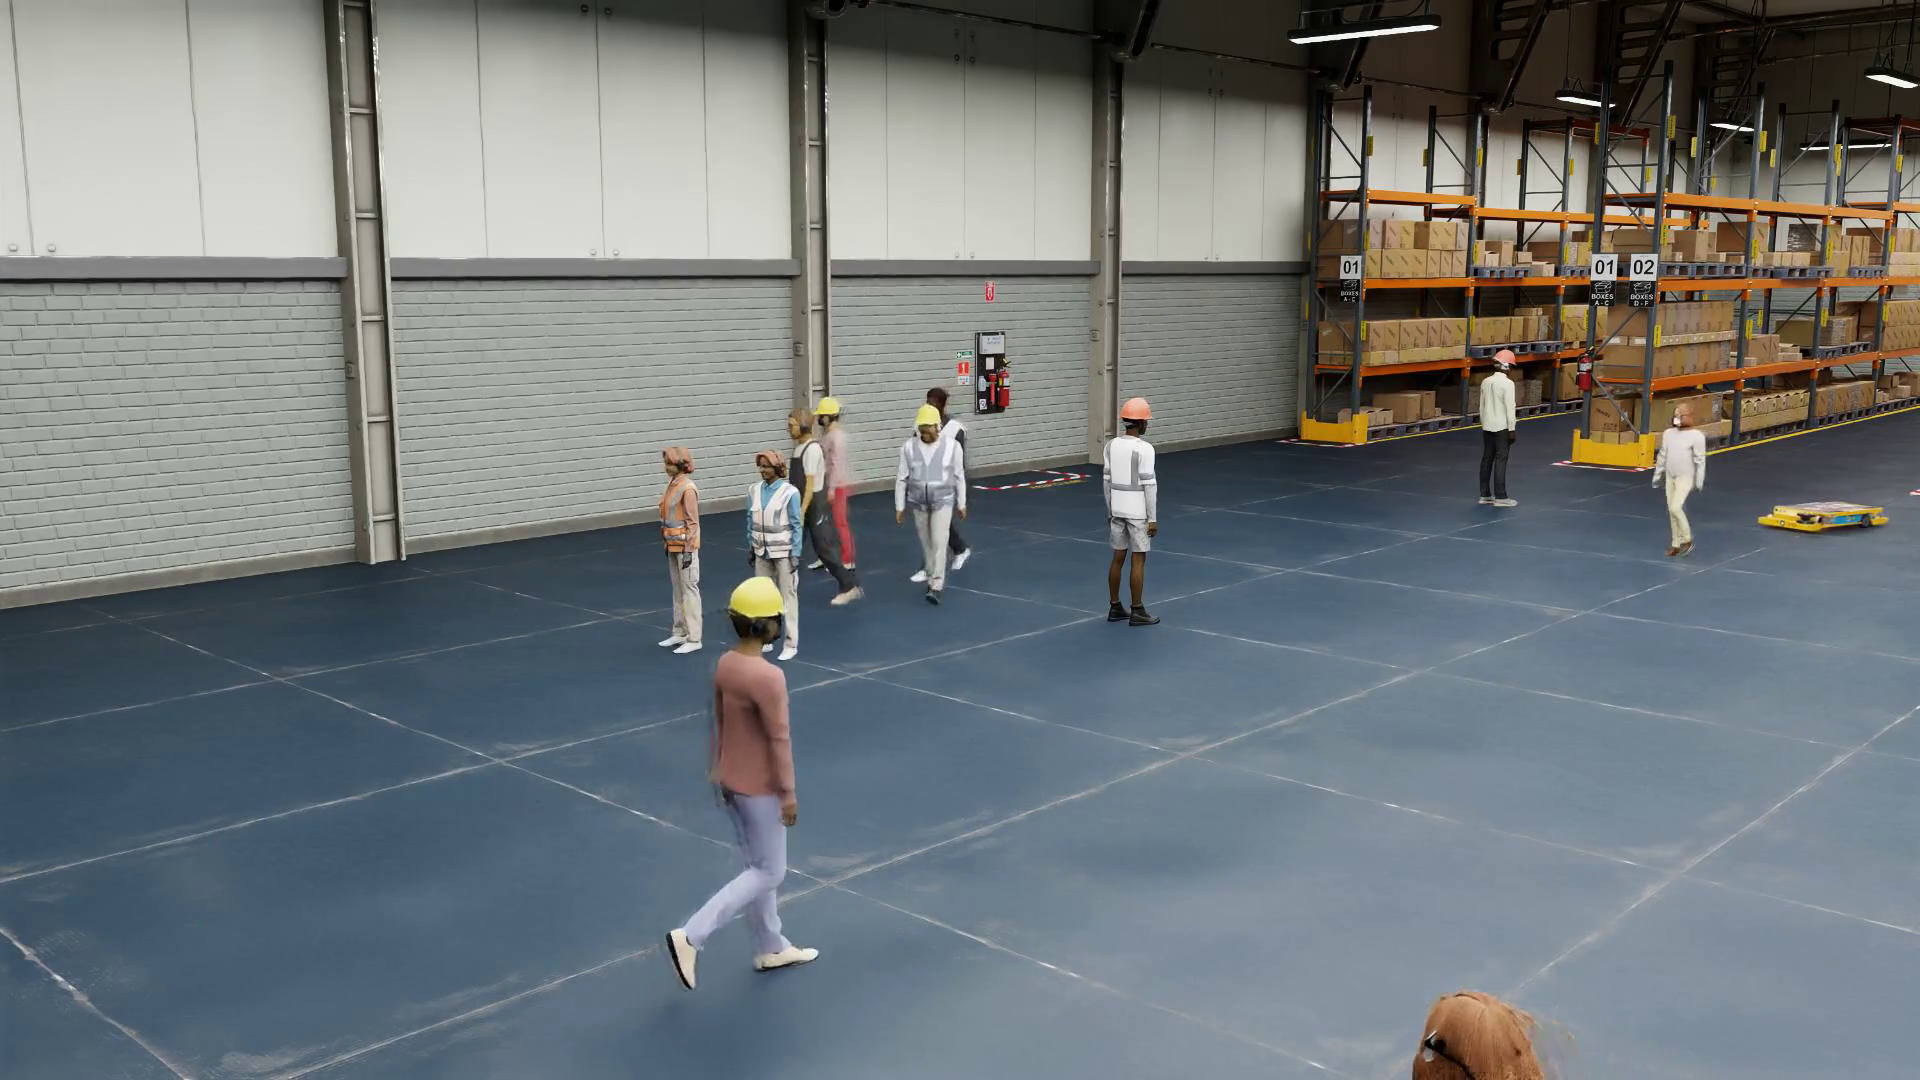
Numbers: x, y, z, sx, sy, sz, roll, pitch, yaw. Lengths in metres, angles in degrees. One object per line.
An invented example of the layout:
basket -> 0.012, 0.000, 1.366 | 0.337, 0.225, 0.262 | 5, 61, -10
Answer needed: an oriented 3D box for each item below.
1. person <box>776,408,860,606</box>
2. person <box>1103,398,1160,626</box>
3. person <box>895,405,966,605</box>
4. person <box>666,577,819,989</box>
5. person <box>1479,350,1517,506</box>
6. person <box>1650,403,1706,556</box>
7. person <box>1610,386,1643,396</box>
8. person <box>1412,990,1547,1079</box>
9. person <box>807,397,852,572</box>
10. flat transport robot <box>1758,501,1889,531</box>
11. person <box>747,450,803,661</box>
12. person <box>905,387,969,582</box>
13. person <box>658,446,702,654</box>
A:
person -> -1.330, -0.276, 14.776 | 0.932, 1.807, 0.509 | -5, 11, -28
person -> 1.474, -0.241, 14.135 | 0.361, 1.935, 0.553 | -8, 12, -40
person -> -0.297, -0.317, 15.028 | 0.626, 1.787, 0.893 | 2, 10, 13
person -> -0.919, 1.024, 6.988 | 0.662, 1.747, 0.531 | -5, 11, -29
person -> 6.877, -1.424, 21.201 | 0.393, 1.985, 0.611 | -4, 10, -21
person -> 7.516, -0.624, 17.432 | 0.367, 1.620, 0.513 | -4, 10, -22
person -> 11.767, -2.717, 29.277 | 0.565, 1.915, 0.594 | 9, 13, 43
person -> 1.083, 1.695, 3.404 | 0.494, 1.591, 0.873 | -5, 11, -29
person -> -1.329, -0.538, 16.488 | 0.567, 1.745, 0.559 | -3, 10, -17
flat transport robot -> 10.133, -0.290, 19.501 | 1.431, 0.197, 0.652 | -5, 10, -26
person -> -1.433, 0.114, 12.873 | 0.515, 1.641, 0.315 | 6, 11, 33
person -> -0.183, -0.571, 16.340 | 0.593, 1.884, 0.947 | 8, 12, 41
person -> -2.202, 0.073, 13.134 | 0.308, 1.638, 0.511 | -5, 11, -29
